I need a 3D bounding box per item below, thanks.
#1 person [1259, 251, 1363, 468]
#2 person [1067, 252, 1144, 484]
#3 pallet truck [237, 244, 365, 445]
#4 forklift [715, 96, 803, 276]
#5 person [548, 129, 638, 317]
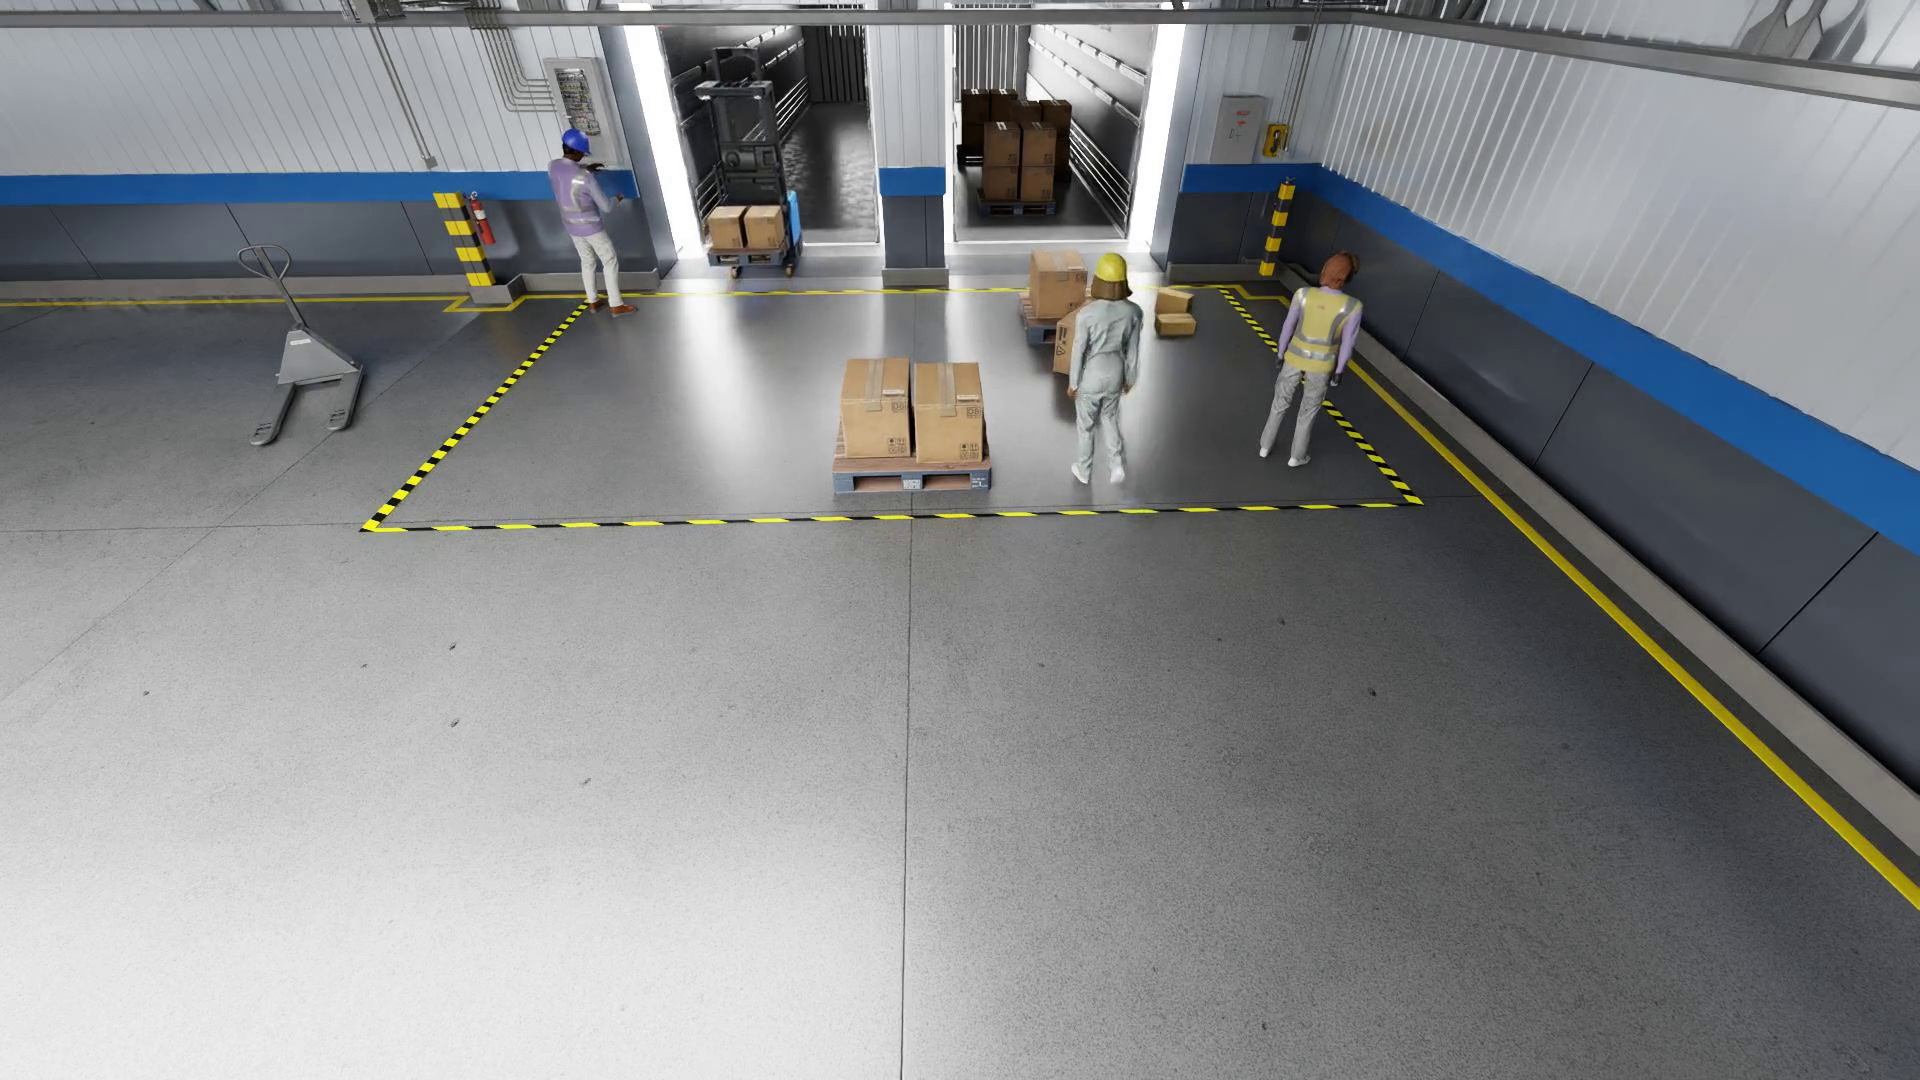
[{"bbox_3d":[2.623,-1.313,5.513,0.521,1.638,0.309,29,47,31],"label":"person"},{"bbox_3d":[1.026,-1.109,5.182,0.488,1.730,0.544,-10,40,-13],"label":"person"},{"bbox_3d":[-5.915,-1.733,6.366,0.680,1.201,1.601,-18,42,-21],"label":"pallet truck"},{"bbox_3d":[-2.556,-4.661,9.412,0.716,2.013,0.776,-1,38,-2],"label":"forklift"},{"bbox_3d":[-4.007,-3.478,8.052,0.769,1.881,0.746,14,41,17],"label":"person"}]
